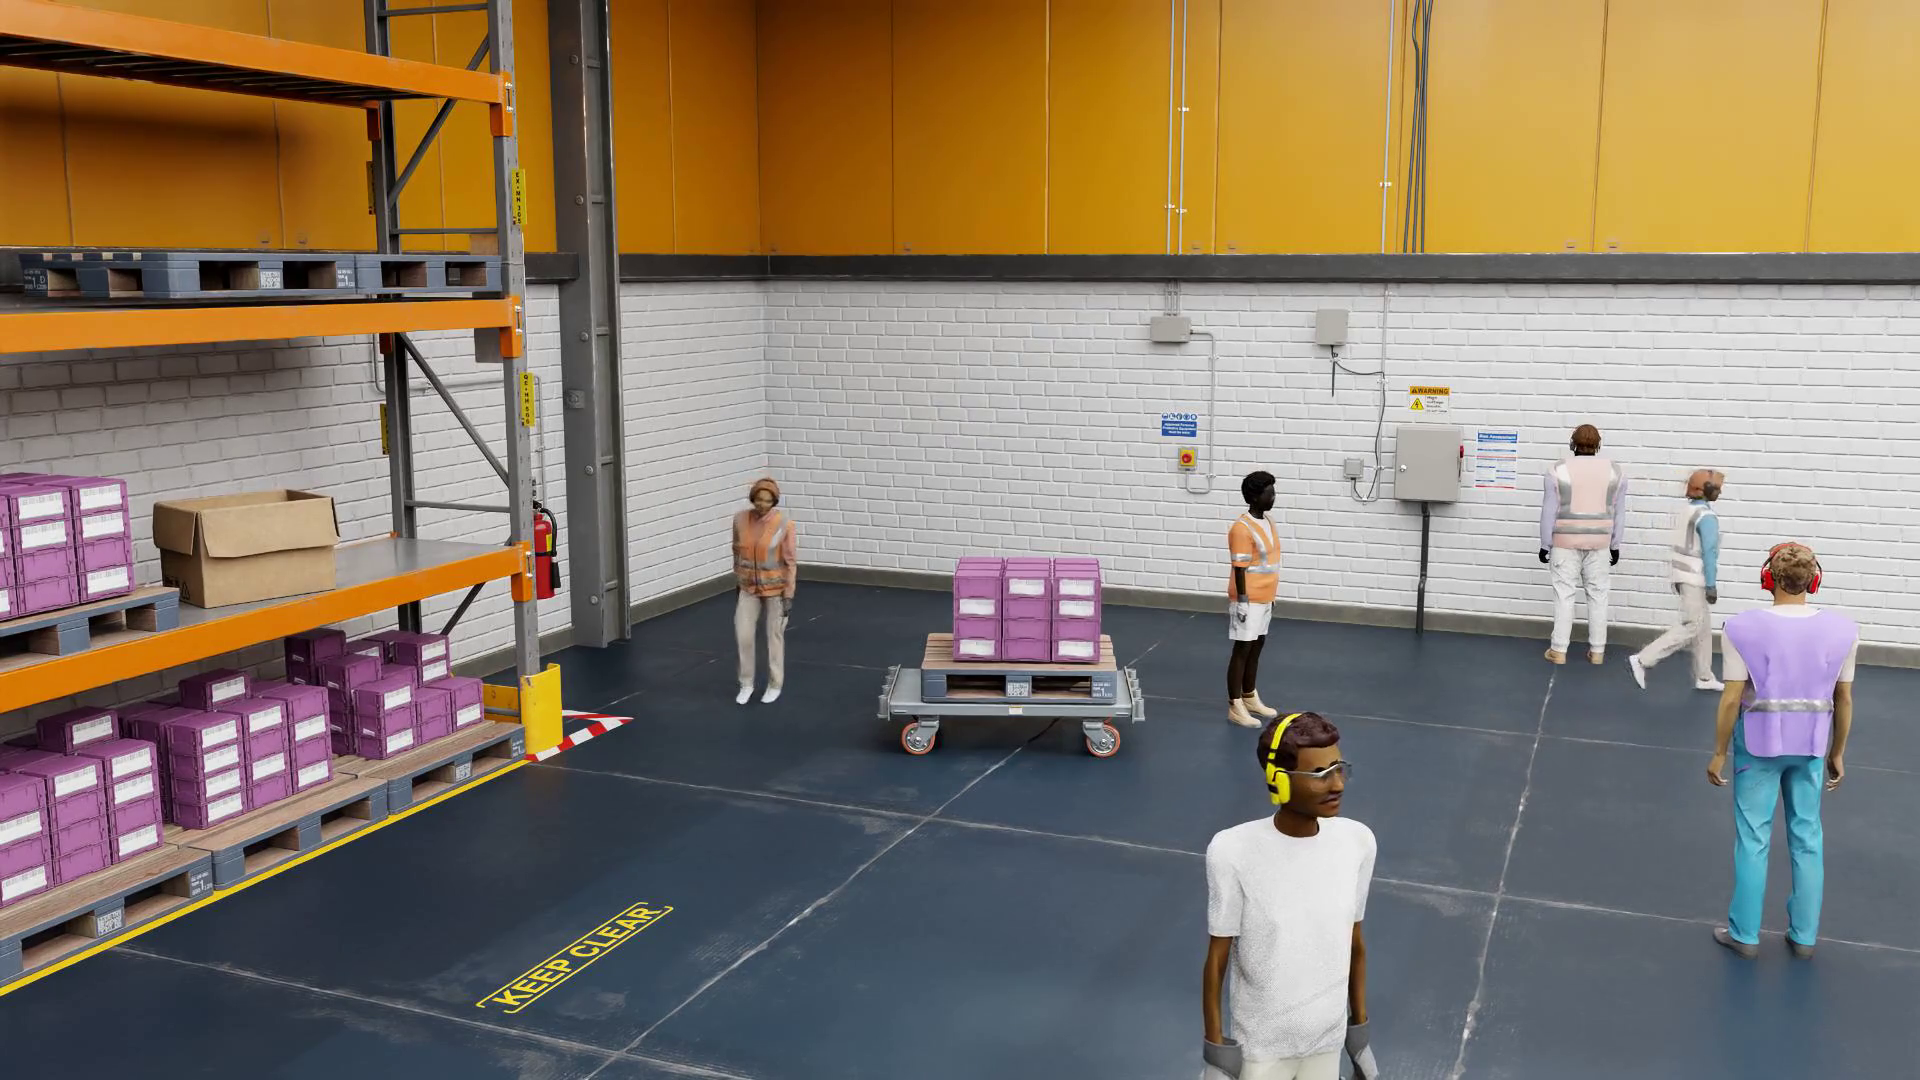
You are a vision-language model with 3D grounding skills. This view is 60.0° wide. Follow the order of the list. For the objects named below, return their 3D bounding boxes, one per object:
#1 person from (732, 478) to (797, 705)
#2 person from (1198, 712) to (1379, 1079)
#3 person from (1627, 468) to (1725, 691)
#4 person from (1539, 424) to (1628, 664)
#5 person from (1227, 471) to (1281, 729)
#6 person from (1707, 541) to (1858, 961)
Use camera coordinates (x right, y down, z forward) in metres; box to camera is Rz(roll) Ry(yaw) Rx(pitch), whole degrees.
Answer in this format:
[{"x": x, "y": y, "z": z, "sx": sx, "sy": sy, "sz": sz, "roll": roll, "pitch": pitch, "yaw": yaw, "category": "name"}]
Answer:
[{"x": -1.327, "y": 0.355, "z": 11.427, "sx": 0.540, "sy": 1.597, "sz": 0.484, "roll": 3, "pitch": 10, "yaw": 20, "category": "person"}, {"x": 0.892, "y": 1.371, "z": 4.480, "sx": 0.530, "sy": 1.875, "sz": 0.323, "roll": -3, "pitch": 10, "yaw": -17, "category": "person"}, {"x": 5.147, "y": 0.290, "z": 11.782, "sx": 0.698, "sy": 1.614, "sz": 0.529, "roll": 2, "pitch": 10, "yaw": 9, "category": "person"}, {"x": 4.726, "y": 0.033, "z": 12.684, "sx": 0.625, "sy": 1.843, "sz": 0.430, "roll": 1, "pitch": 9, "yaw": 6, "category": "person"}, {"x": 1.948, "y": 0.382, "z": 11.008, "sx": 0.315, "sy": 1.696, "sz": 0.540, "roll": 6, "pitch": 11, "yaw": 32, "category": "person"}, {"x": 3.576, "y": 0.929, "z": 7.245, "sx": 0.569, "sy": 1.843, "sz": 0.373, "roll": 1, "pitch": 9, "yaw": 4, "category": "person"}]
